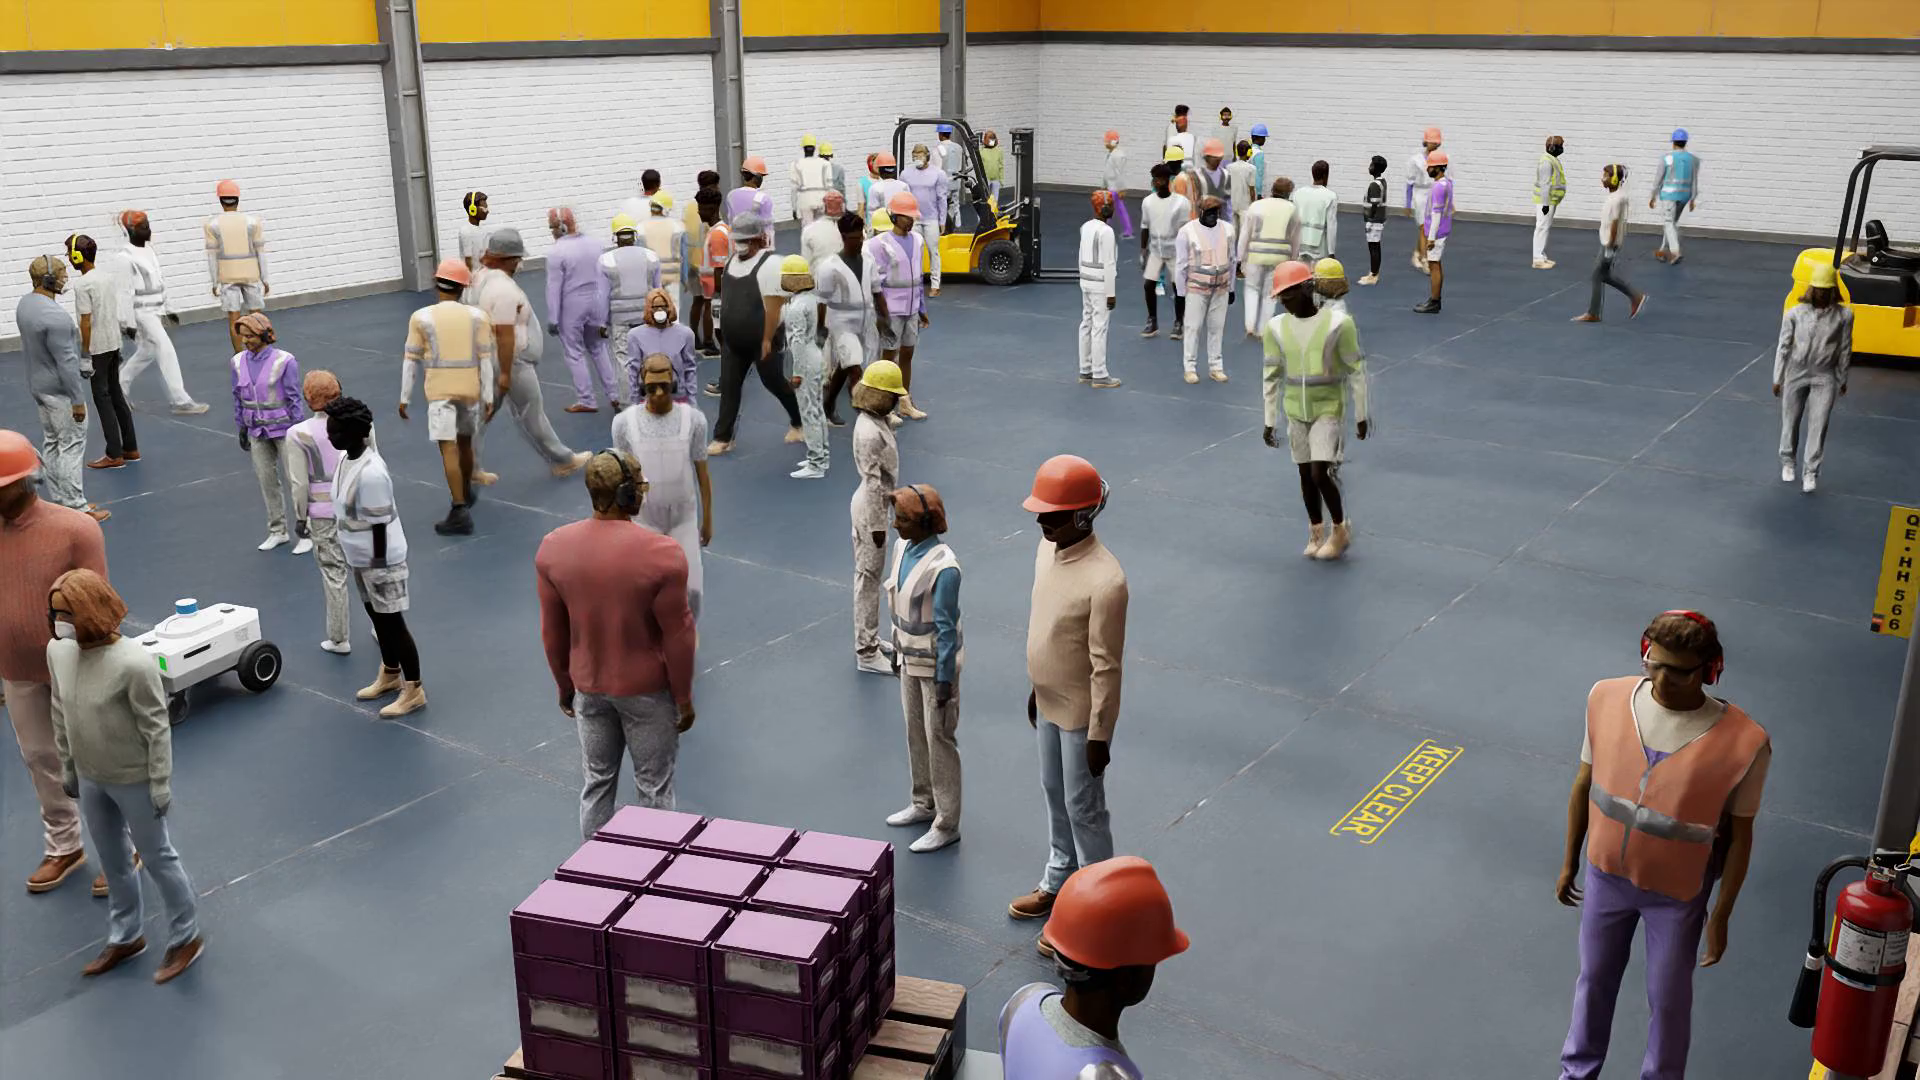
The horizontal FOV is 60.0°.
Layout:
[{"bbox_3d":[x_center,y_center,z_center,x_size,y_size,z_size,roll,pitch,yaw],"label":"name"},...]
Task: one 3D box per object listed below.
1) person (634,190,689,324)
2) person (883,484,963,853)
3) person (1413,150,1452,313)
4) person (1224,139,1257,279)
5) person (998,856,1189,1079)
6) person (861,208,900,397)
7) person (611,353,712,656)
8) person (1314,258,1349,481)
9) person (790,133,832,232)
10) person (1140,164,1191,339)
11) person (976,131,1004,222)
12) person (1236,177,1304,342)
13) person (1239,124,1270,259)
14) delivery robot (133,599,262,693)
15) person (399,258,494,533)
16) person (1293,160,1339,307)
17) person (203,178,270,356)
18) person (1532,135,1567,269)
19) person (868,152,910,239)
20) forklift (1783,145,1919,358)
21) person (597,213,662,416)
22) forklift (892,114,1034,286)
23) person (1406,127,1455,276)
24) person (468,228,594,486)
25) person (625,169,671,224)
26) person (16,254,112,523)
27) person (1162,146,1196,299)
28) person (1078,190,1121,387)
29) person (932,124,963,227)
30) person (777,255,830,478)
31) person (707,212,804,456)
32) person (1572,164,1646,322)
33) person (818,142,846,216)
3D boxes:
[{"bbox_3d":[-3.085,-2.694,17.128,0.604,1.782,0.779,-3,18,-8],"label":"person"},{"bbox_3d":[-0.148,0.542,7.225,0.317,1.631,0.523,-9,20,-26],"label":"person"},{"bbox_3d":[5.701,-3.705,20.032,0.390,1.929,0.545,7,19,20],"label":"person"},{"bbox_3d":[3.816,-4.480,22.570,0.334,1.860,0.509,-16,24,-41],"label":"person"},{"bbox_3d":[0.283,1.563,3.555,0.386,1.929,0.543,-7,19,-20],"label":"person"},{"bbox_3d":[-0.699,-2.155,15.360,0.602,1.820,0.403,-7,19,-20],"label":"person"},{"bbox_3d":[-1.601,-0.118,8.966,0.523,1.829,0.519,-3,18,-9],"label":"person"},{"bbox_3d":[2.820,-1.311,12.856,0.327,1.734,0.481,1,18,3],"label":"person"},{"bbox_3d":[-2.035,-4.661,23.081,0.597,1.899,0.764,-6,19,-17],"label":"person"},{"bbox_3d":[2.257,-3.167,18.341,0.610,1.937,0.498,13,22,34],"label":"person"},{"bbox_3d":[0.489,-5.932,27.484,0.494,1.624,0.281,-8,20,-25],"label":"person"},{"bbox_3d":[3.381,-3.044,18.191,0.710,1.816,0.456,2,18,5],"label":"person"},{"bbox_3d":[4.316,-5.118,24.436,0.415,1.940,0.605,-3,18,-8],"label":"person"},{"bbox_3d":[-4.055,0.552,8.781,0.477,0.478,0.707,7,19,21],"label":"delivery robot"},{"bbox_3d":[-3.609,-1.028,11.782,0.648,1.879,0.913,-11,21,-31],"label":"person"},{"bbox_3d":[4.015,-3.349,18.948,0.384,1.911,0.589,-16,24,-40],"label":"person"},{"bbox_3d":[-7.245,-2.649,16.716,0.551,1.933,0.377,-9,20,-26],"label":"person"},{"bbox_3d":[8.331,-4.779,23.527,0.429,1.844,0.626,8,20,25],"label":"person"},{"bbox_3d":[-0.866,-3.648,19.853,0.547,1.929,0.387,-10,20,-28],"label":"person"},{"bbox_3d":[9.803,-2.879,17.013,2.313,2.155,1.214,12,21,33],"label":"forklift"},{"bbox_3d":[-2.934,-1.983,14.813,0.588,1.823,0.403,-9,20,-26],"label":"person"},{"bbox_3d":[-0.171,-4.594,22.377,2.313,2.155,1.214,1,18,3],"label":"forklift"},{"bbox_3d":[6.496,-4.709,23.073,0.630,1.999,1.045,-2,18,-6],"label":"person"},{"bbox_3d":[-3.439,-1.429,12.727,1.043,2.000,0.689,-13,22,-36],"label":"person"},{"bbox_3d":[-3.369,-3.064,18.069,0.612,1.899,0.493,10,20,29],"label":"person"},{"bbox_3d":[-6.333,-1.038,11.694,0.636,1.929,0.373,15,23,39],"label":"person"},{"bbox_3d":[2.781,-4.000,21.014,0.544,1.894,0.606,3,18,9],"label":"person"},{"bbox_3d":[1.345,-2.430,16.115,0.362,1.883,0.575,-7,19,-21],"label":"person"},{"bbox_3d":[-0.212,-5.321,25.051,0.405,1.947,0.605,15,23,39],"label":"person"},{"bbox_3d":[-1.234,-1.355,12.998,0.366,1.736,0.488,2,18,6],"label":"person"},{"bbox_3d":[-1.654,-1.743,13.708,0.678,2.000,0.957,11,21,32],"label":"person"},{"bbox_3d":[7.632,-3.435,19.344,0.717,1.845,0.518,6,19,19],"label":"person"},{"bbox_3d":[-1.873,-4.729,23.508,0.531,1.761,0.342,-4,18,-13],"label":"person"}]
